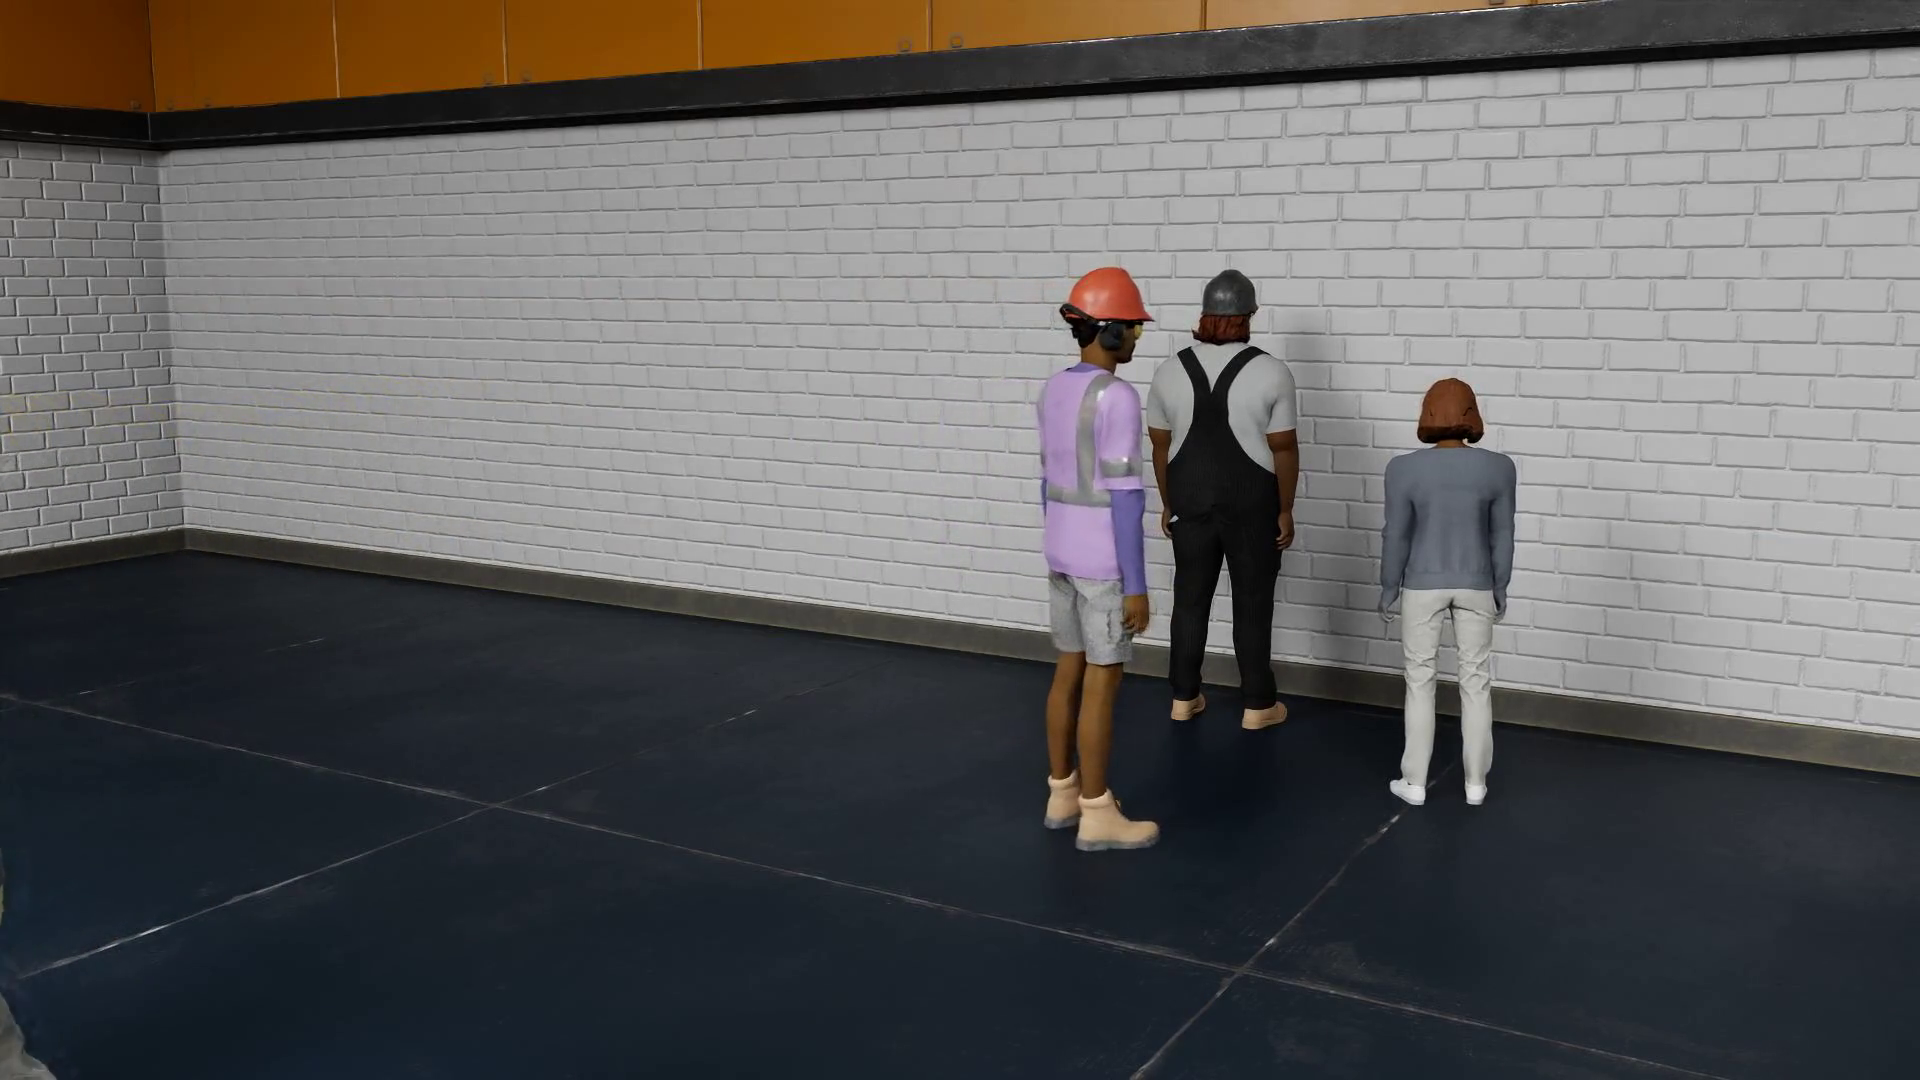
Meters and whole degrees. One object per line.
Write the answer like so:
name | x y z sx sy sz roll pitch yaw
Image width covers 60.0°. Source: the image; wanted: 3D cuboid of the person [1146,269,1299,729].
person | 1.207 -0.183 7.464 0.682 2.000 0.537 5 10 28

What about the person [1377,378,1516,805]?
person | 1.845 0.202 6.328 0.498 1.633 0.282 1 9 4

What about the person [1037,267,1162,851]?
person | 0.494 0.067 5.897 0.391 2.044 0.608 -4 10 -22

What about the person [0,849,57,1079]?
person | -1.941 0.682 2.885 0.954 1.777 0.614 -7 11 -37
